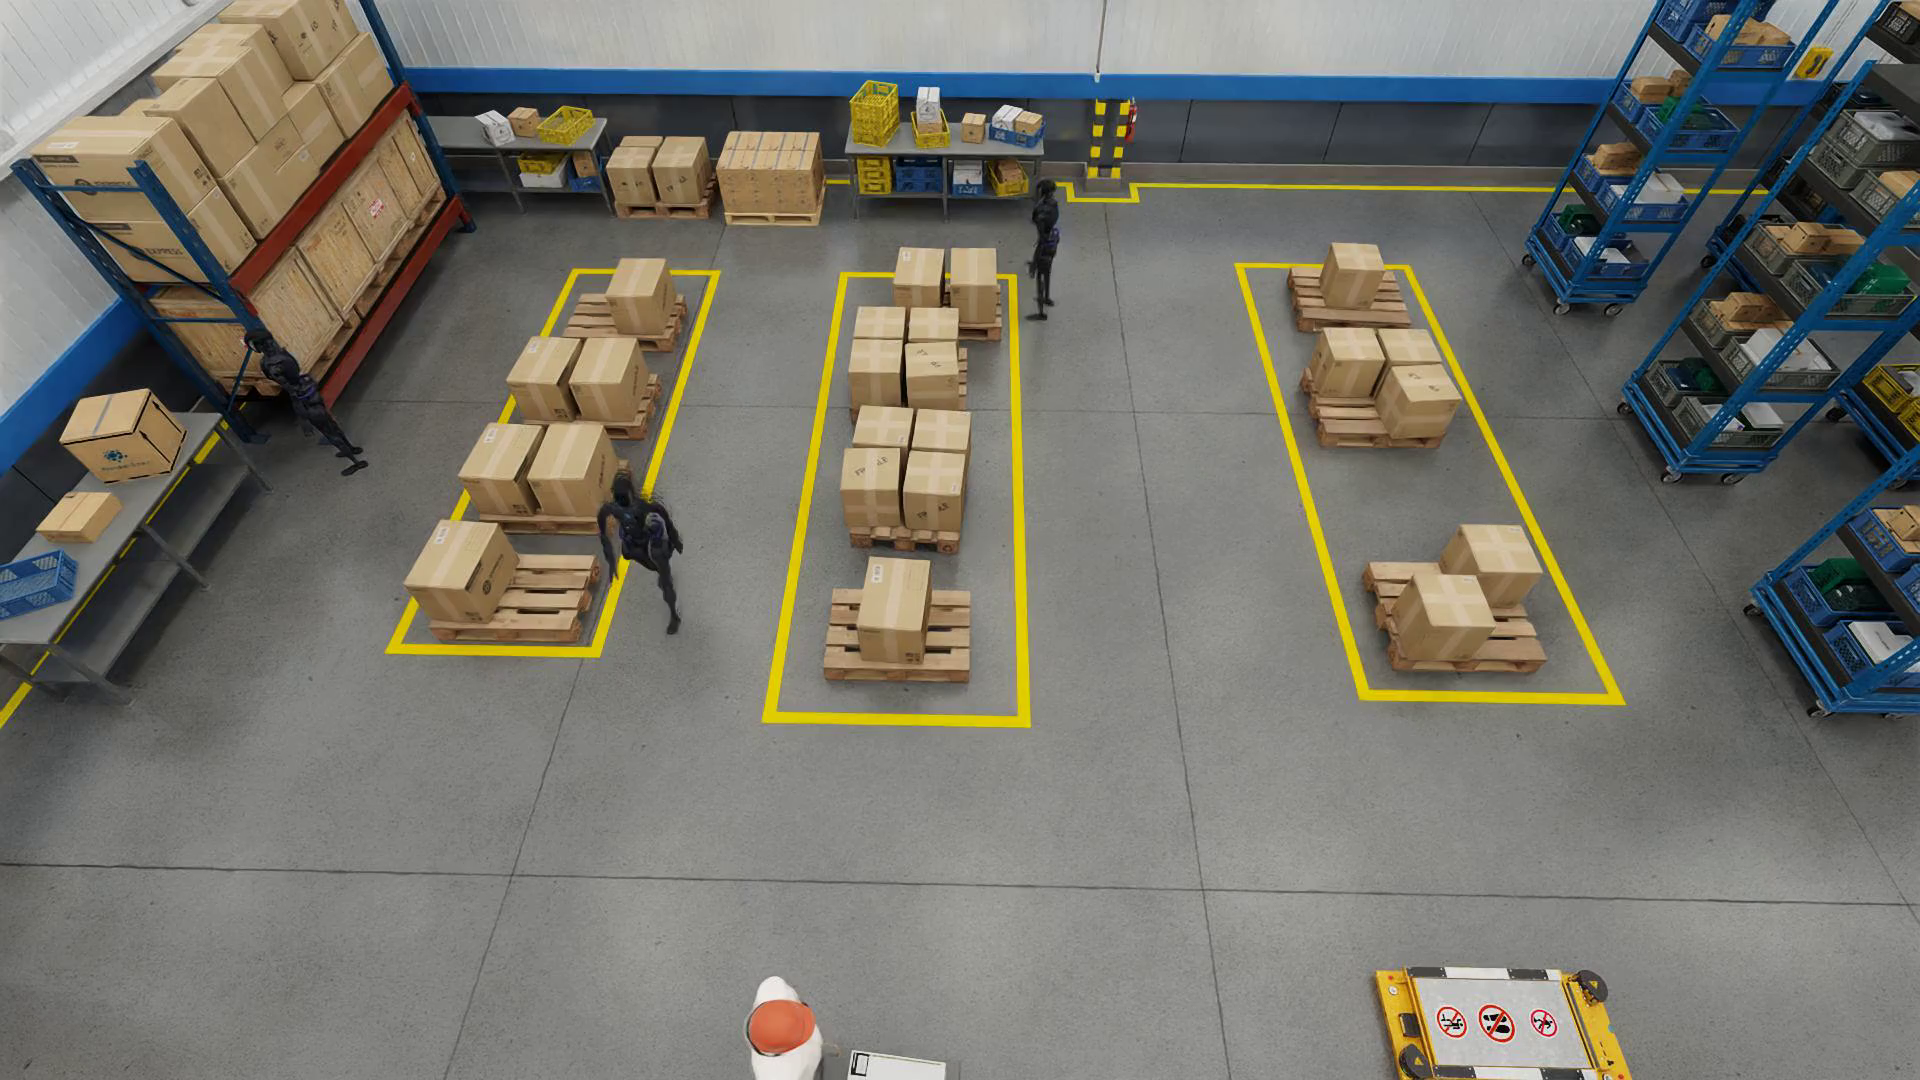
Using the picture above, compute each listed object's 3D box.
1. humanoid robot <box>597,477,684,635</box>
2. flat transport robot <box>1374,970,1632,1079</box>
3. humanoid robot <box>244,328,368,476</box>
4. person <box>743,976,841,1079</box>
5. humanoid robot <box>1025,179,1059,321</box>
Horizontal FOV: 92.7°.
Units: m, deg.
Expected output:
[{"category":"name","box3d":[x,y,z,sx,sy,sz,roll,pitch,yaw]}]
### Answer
[{"category":"humanoid robot","box3d":[-2.606,0.044,7.572,0.559,1.622,0.809,-3,51,-2]},{"category":"flat transport robot","box3d":[3.501,3.133,5.914,1.431,0.197,0.652,1,51,1]},{"category":"humanoid robot","box3d":[-6.168,-1.300,8.628,0.323,1.657,0.596,-25,55,-19]},{"category":"person","box3d":[-0.899,2.853,5.057,0.394,1.990,0.616,-8,51,-7]},{"category":"humanoid robot","box3d":[0.930,-3.252,10.226,0.355,1.644,0.623,9,51,8]}]
